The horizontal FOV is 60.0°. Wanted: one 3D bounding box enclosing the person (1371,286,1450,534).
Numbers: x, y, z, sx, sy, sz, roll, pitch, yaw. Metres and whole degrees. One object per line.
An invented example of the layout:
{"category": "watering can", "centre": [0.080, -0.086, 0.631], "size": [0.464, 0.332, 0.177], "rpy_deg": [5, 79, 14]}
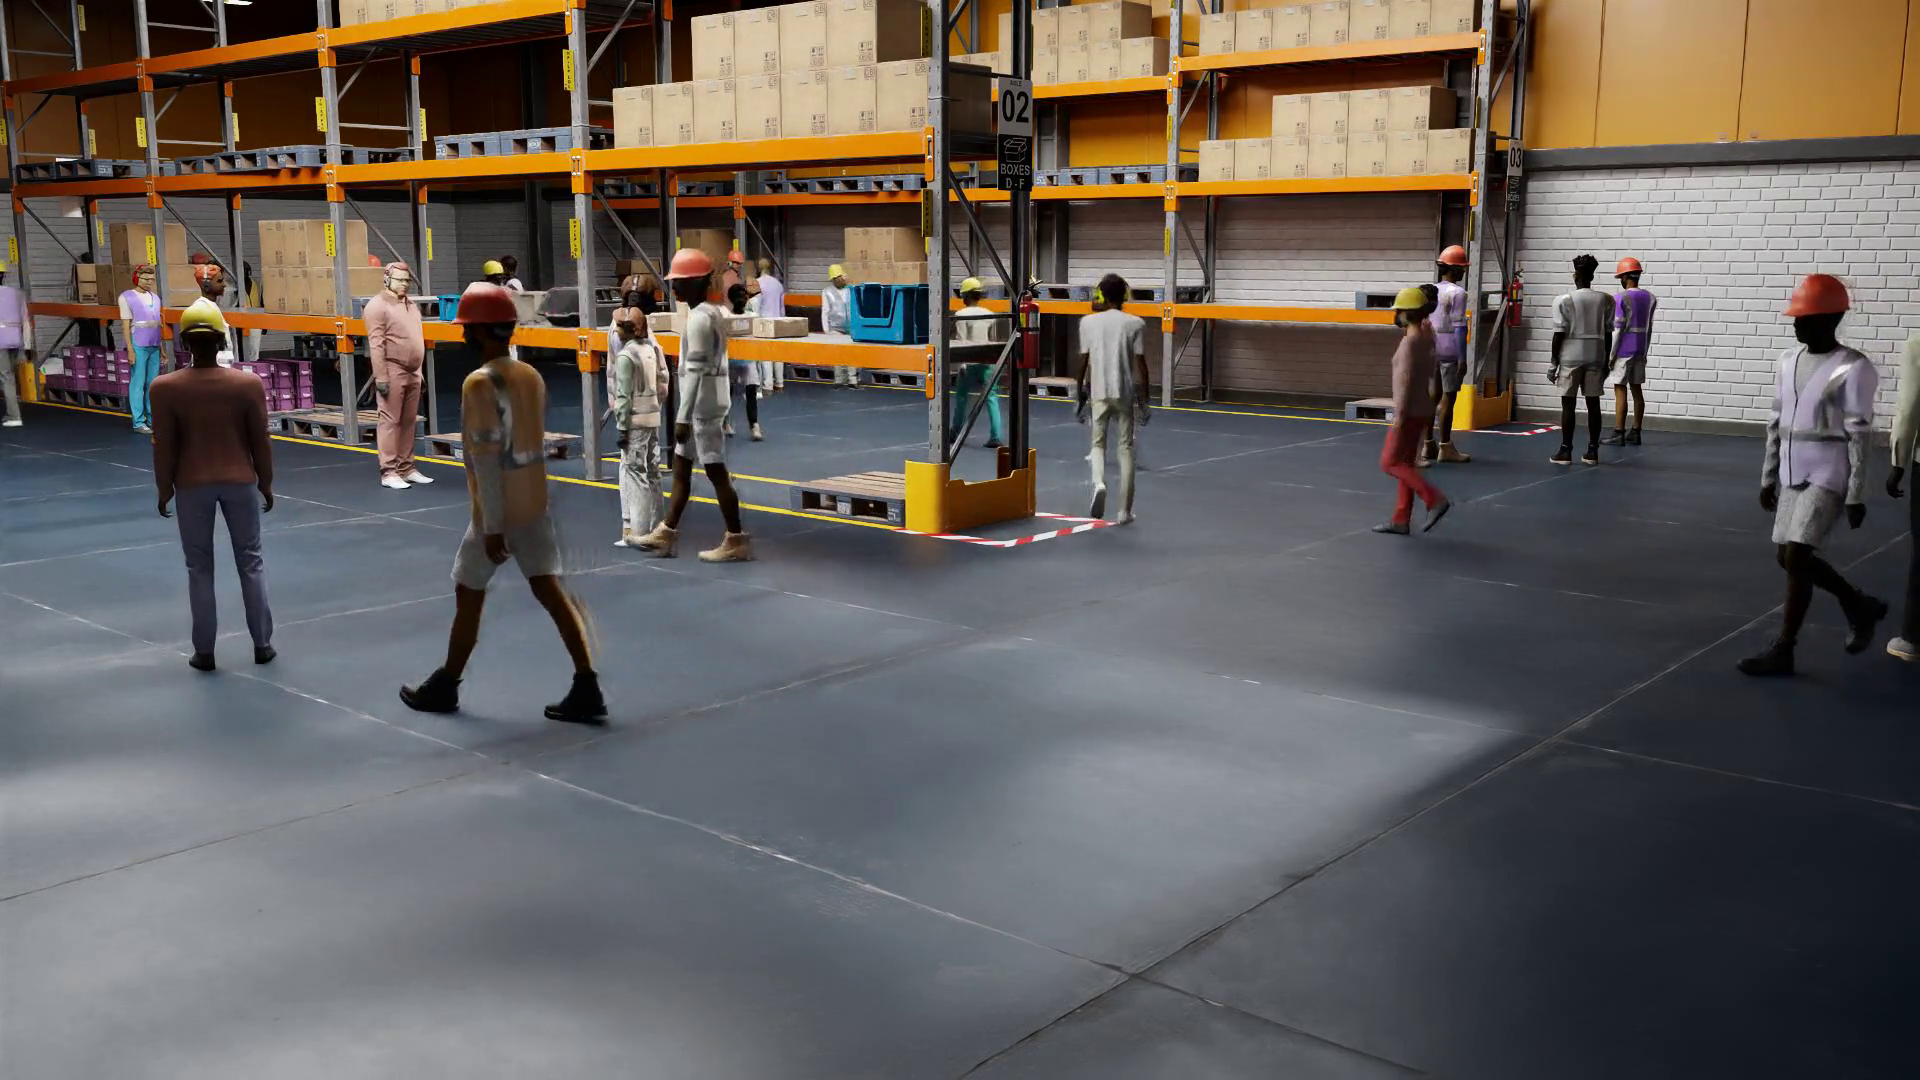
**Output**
{"category": "person", "centre": [3.169, -0.888, 11.628], "size": [0.462, 1.754, 0.540], "rpy_deg": [5, 11, 26]}

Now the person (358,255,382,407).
{"category": "person", "centre": [-7.427, -2.650, 21.162], "size": [0.547, 1.938, 0.379], "rpy_deg": [2, 10, 9]}

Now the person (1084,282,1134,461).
{"category": "person", "centre": [1.390, -1.558, 15.547], "size": [0.492, 1.722, 0.585], "rpy_deg": [-4, 11, -20]}

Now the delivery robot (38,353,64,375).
{"category": "delivery robot", "centre": [-12.609, -2.359, 23.171], "size": [0.477, 0.478, 0.707], "rpy_deg": [3, 10, 17]}

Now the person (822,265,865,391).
{"category": "person", "centre": [-1.645, -3.002, 23.620], "size": [0.651, 1.789, 0.434], "rpy_deg": [-3, 10, -15]}

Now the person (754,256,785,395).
{"category": "person", "centre": [-2.681, -2.969, 23.062], "size": [0.451, 1.925, 0.677], "rpy_deg": [6, 11, 30]}

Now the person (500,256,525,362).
{"category": "person", "centre": [-6.053, -2.888, 22.575], "size": [0.392, 1.919, 0.591], "rpy_deg": [-3, 10, -17]}

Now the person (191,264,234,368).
{"category": "person", "centre": [-6.422, -1.424, 14.337], "size": [0.355, 1.883, 0.574], "rpy_deg": [-3, 11, -19]}

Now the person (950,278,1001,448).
{"category": "person", "centre": [0.137, -1.811, 17.002], "size": [0.533, 1.708, 0.916], "rpy_deg": [-8, 12, -37]}

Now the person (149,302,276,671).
{"category": "person", "centre": [-3.598, -0.257, 8.032], "size": [0.533, 1.765, 0.329], "rpy_deg": [-6, 11, -30]}

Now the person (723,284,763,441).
{"category": "person", "centre": [-2.353, -1.889, 17.630], "size": [0.540, 1.651, 0.893], "rpy_deg": [-5, 11, -27]}

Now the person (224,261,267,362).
{"category": "person", "centre": [-10.395, -3.134, 24.212], "size": [0.430, 1.839, 0.619], "rpy_deg": [8, 13, 40]}

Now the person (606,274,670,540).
{"category": "person", "centre": [-2.237, -0.922, 11.603], "size": [0.429, 1.839, 0.634], "rpy_deg": [-1, 10, -8]}

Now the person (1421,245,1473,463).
{"category": "person", "centre": [4.626, -1.755, 15.766], "size": [0.379, 2.044, 0.607], "rpy_deg": [-3, 10, -17]}

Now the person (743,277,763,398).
{"category": "person", "centre": [-2.813, -2.733, 22.490], "size": [0.278, 1.636, 0.506], "rpy_deg": [-2, 10, -10]}

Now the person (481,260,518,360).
{"category": "person", "centre": [-5.458, -2.397, 19.890], "size": [0.969, 1.885, 0.579], "rpy_deg": [6, 12, 31]}

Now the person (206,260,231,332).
{"category": "person", "centre": [-10.452, -3.004, 23.408], "size": [0.377, 1.861, 0.555], "rpy_deg": [2, 10, 10]}

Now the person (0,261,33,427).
{"category": "person", "centre": [-10.947, -2.233, 18.905], "size": [0.723, 1.903, 0.589], "rpy_deg": [4, 11, 23]}

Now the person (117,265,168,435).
{"category": "person", "centre": [-8.924, -2.078, 18.184], "size": [0.389, 1.839, 0.563], "rpy_deg": [2, 10, 12]}

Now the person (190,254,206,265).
{"category": "person", "centre": [-11.430, -3.345, 25.141], "size": [0.650, 1.946, 1.016], "rpy_deg": [-6, 12, -30]}

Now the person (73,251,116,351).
{"category": "person", "centre": [-12.760, -3.263, 24.358], "size": [1.010, 2.000, 0.682], "rpy_deg": [-4, 11, -22]}

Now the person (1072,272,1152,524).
{"category": "person", "centre": [1.104, -1.016, 12.113], "size": [0.600, 1.847, 0.547], "rpy_deg": [2, 10, 12]}

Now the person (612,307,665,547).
{"category": "person", "centre": [-2.189, -0.763, 11.294], "size": [0.316, 1.630, 0.509], "rpy_deg": [2, 10, 10]}

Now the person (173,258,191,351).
{"category": "person", "centre": [-11.003, -3.076, 23.673], "size": [0.639, 1.910, 0.407], "rpy_deg": [-9, 13, -42]}

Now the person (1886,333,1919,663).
{"category": "person", "centre": [4.845, -0.381, 8.079], "size": [0.610, 1.996, 0.379], "rpy_deg": [2, 10, 14]}

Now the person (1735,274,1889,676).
{"category": "person", "centre": [4.106, -0.303, 7.877], "size": [0.762, 1.910, 0.548], "rpy_deg": [-2, 10, -12]}

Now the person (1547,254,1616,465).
{"category": "person", "centre": [5.798, -1.679, 15.551], "size": [0.607, 1.966, 0.373], "rpy_deg": [-1, 10, -4]}

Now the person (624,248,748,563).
{"category": "person", "centre": [-1.790, -0.841, 10.654], "size": [0.889, 2.008, 0.645], "rpy_deg": [-1, 10, -4]}

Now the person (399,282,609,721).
{"category": "person", "centre": [-1.949, -0.154, 7.124], "size": [1.015, 1.881, 0.560], "rpy_deg": [3, 10, 18]}

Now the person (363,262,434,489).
{"category": "person", "centre": [-4.739, -1.393, 14.112], "size": [0.404, 1.903, 0.636], "rpy_deg": [3, 10, 15]}

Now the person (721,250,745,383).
{"category": "person", "centre": [-3.400, -3.362, 25.062], "size": [0.392, 1.991, 0.612], "rpy_deg": [2, 10, 11]}

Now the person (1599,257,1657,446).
{"category": "person", "centre": [6.830, -1.922, 17.047], "size": [0.542, 1.929, 0.369], "rpy_deg": [-5, 11, -24]}

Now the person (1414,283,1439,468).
{"category": "person", "centre": [4.261, -1.522, 15.415], "size": [0.319, 1.698, 0.539], "rpy_deg": [2, 10, 10]}
